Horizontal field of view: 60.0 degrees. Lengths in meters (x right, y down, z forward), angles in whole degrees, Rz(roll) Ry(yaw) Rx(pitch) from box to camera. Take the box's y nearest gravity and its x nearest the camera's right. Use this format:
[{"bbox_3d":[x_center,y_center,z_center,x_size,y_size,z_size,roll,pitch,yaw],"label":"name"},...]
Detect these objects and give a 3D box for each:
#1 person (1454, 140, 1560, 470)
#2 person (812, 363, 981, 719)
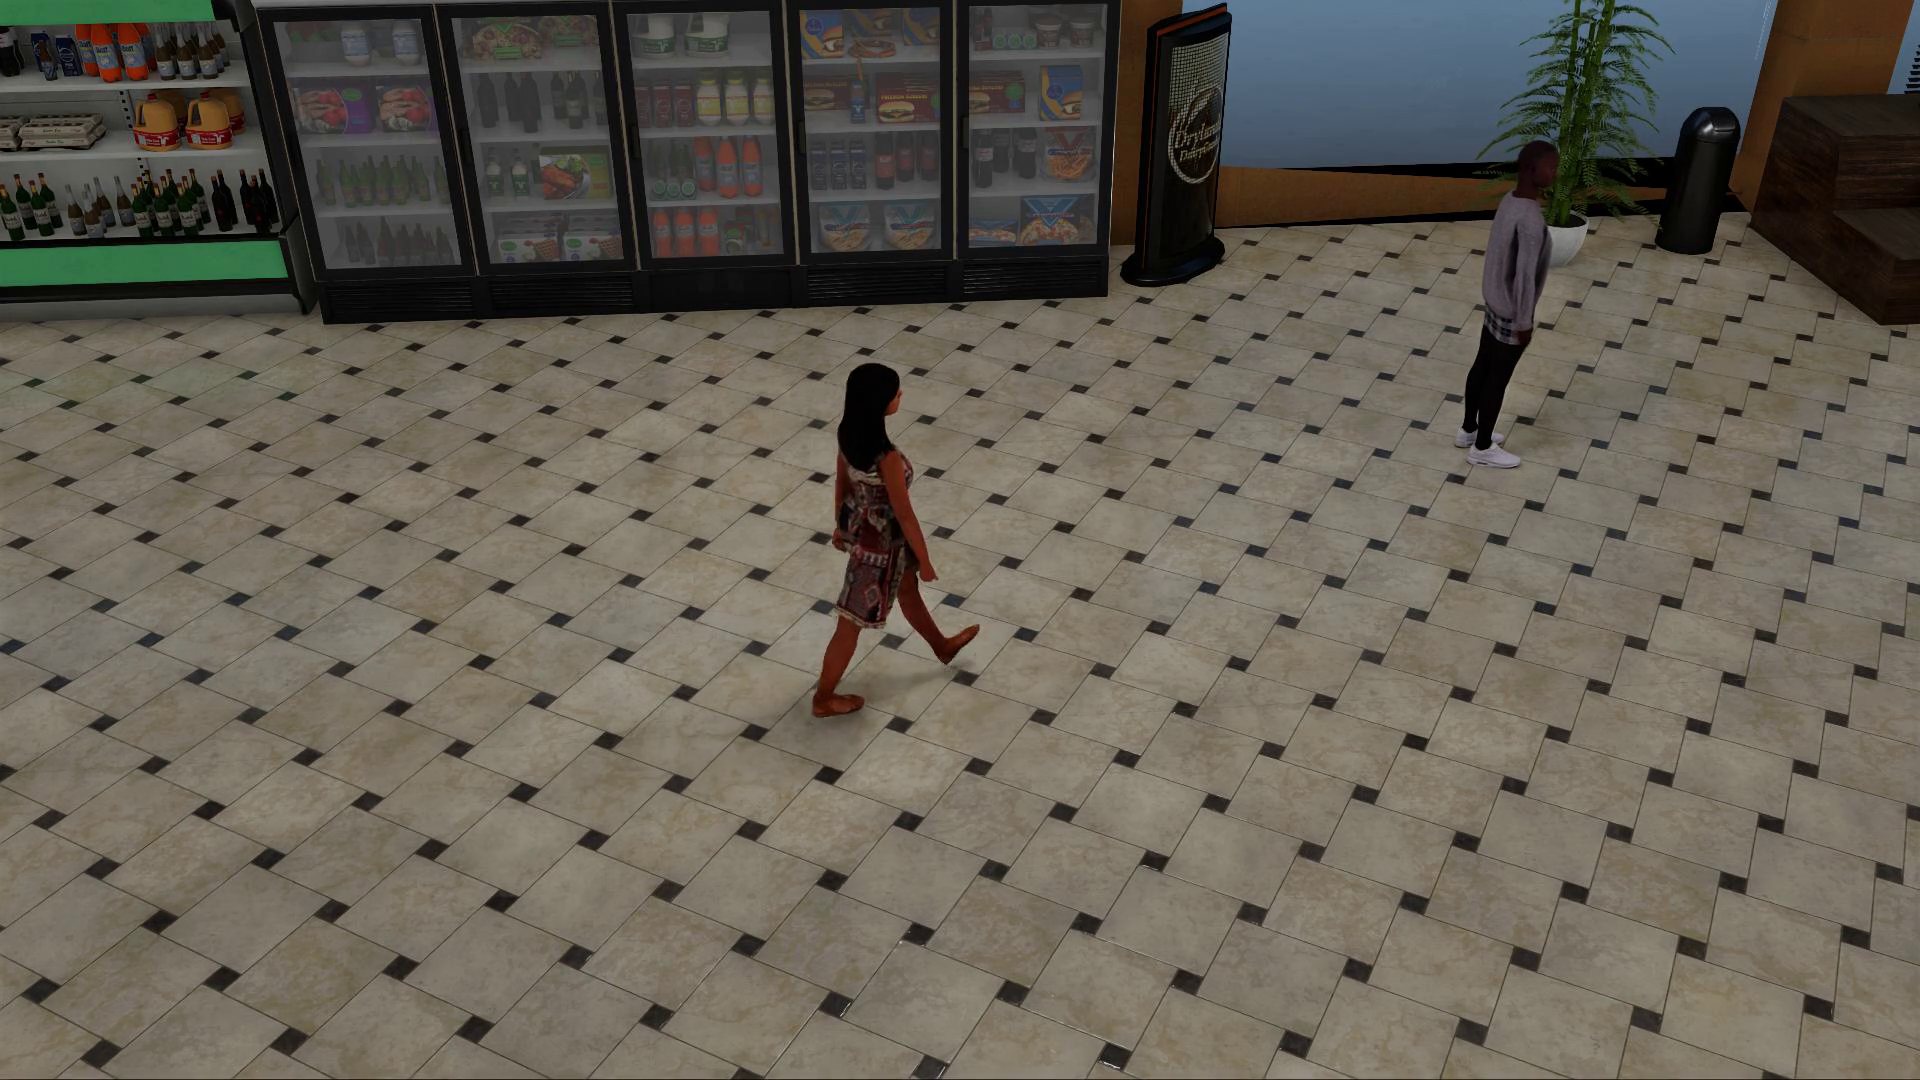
[{"bbox_3d":[2.886,-1.246,8.806,0.553,1.773,0.626,0,32,0],"label":"person"},{"bbox_3d":[-0.435,0.058,6.870,1.182,1.604,0.931,-16,35,-24],"label":"person"}]
